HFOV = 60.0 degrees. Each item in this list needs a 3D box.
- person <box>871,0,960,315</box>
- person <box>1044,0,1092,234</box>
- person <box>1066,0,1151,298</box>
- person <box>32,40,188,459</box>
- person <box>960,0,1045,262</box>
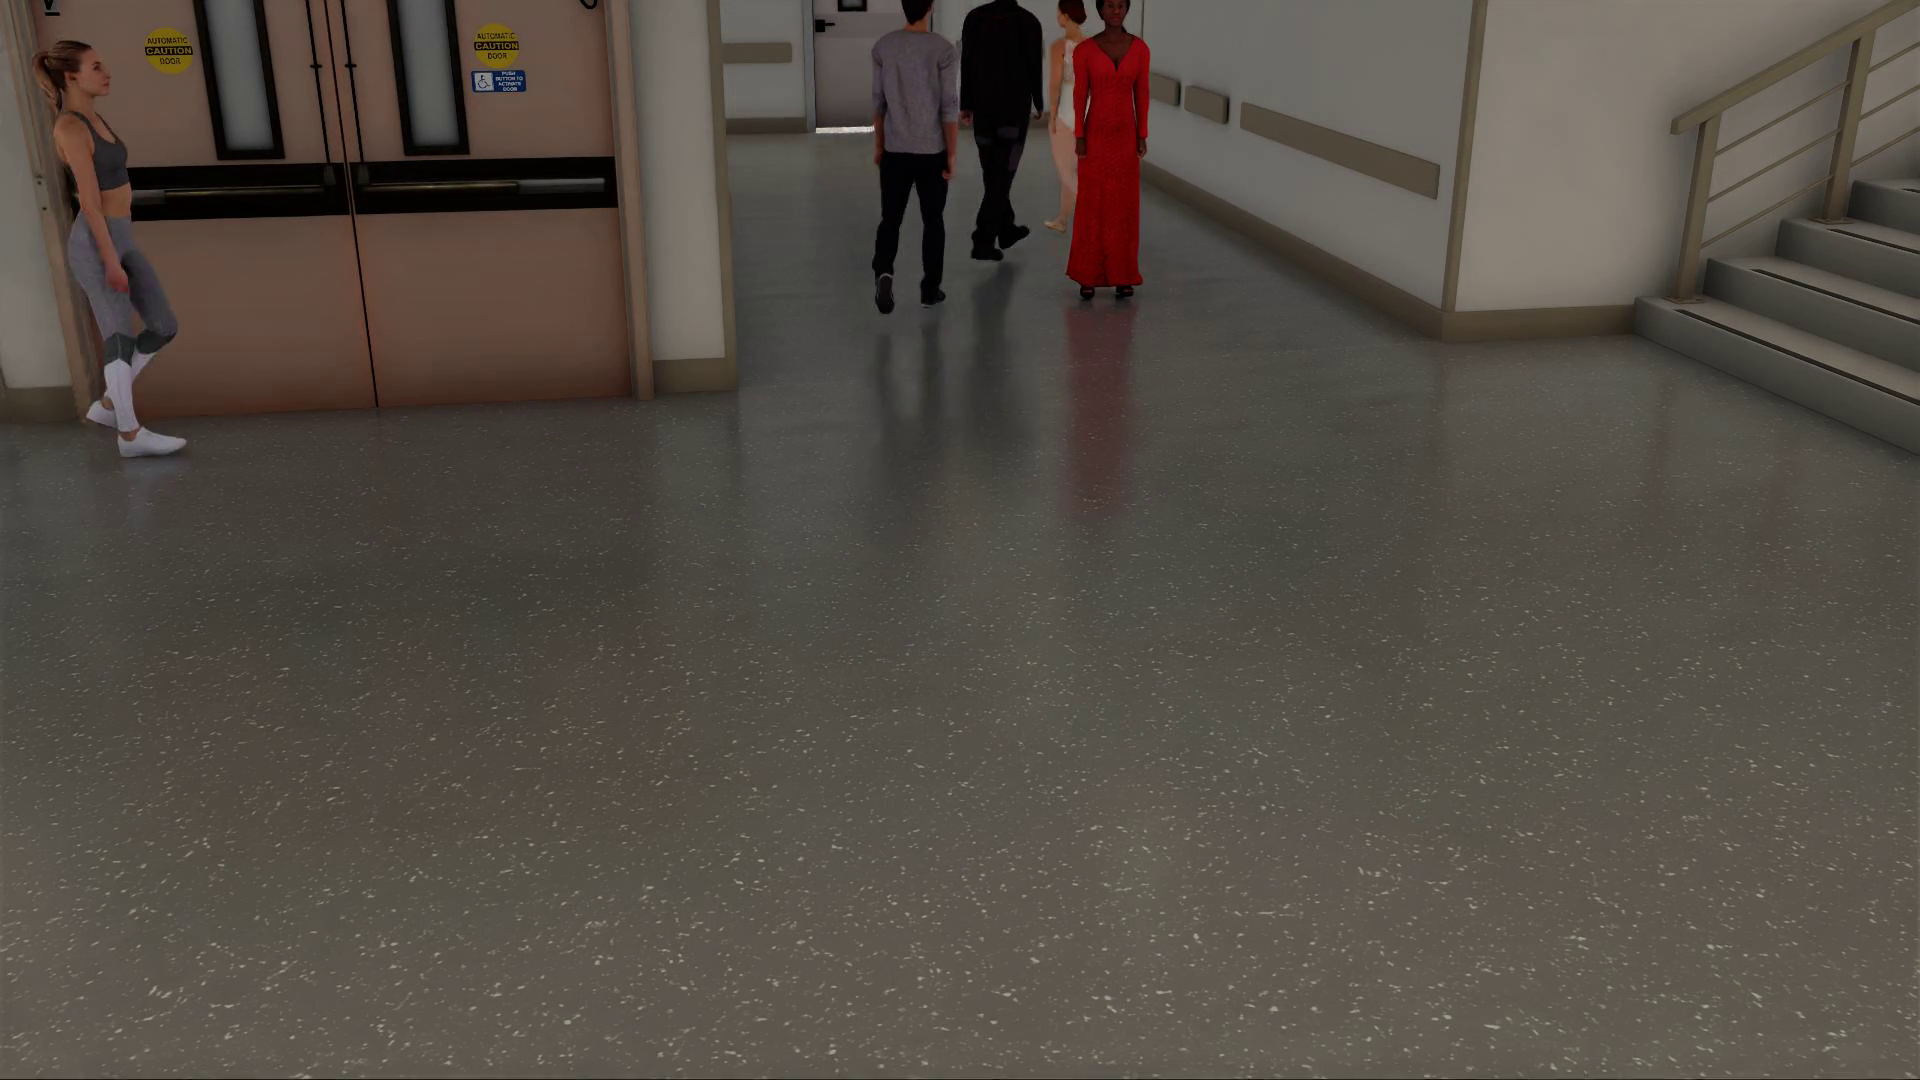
[{"bbox_3d":[-0.286,-2.134,9.193,1.065,1.821,0.966,5,21,12],"label":"person"},{"bbox_3d":[0.815,-2.857,11.387,1.013,1.618,0.905,-15,25,-34],"label":"person"},{"bbox_3d":[0.879,-2.304,9.691,0.550,1.785,0.687,-3,21,-8],"label":"person"},{"bbox_3d":[-3.555,-1.154,6.777,0.604,1.699,0.576,-4,21,-11],"label":"person"},{"bbox_3d":[0.232,-2.677,10.565,1.245,1.864,1.237,11,24,27],"label":"person"}]
